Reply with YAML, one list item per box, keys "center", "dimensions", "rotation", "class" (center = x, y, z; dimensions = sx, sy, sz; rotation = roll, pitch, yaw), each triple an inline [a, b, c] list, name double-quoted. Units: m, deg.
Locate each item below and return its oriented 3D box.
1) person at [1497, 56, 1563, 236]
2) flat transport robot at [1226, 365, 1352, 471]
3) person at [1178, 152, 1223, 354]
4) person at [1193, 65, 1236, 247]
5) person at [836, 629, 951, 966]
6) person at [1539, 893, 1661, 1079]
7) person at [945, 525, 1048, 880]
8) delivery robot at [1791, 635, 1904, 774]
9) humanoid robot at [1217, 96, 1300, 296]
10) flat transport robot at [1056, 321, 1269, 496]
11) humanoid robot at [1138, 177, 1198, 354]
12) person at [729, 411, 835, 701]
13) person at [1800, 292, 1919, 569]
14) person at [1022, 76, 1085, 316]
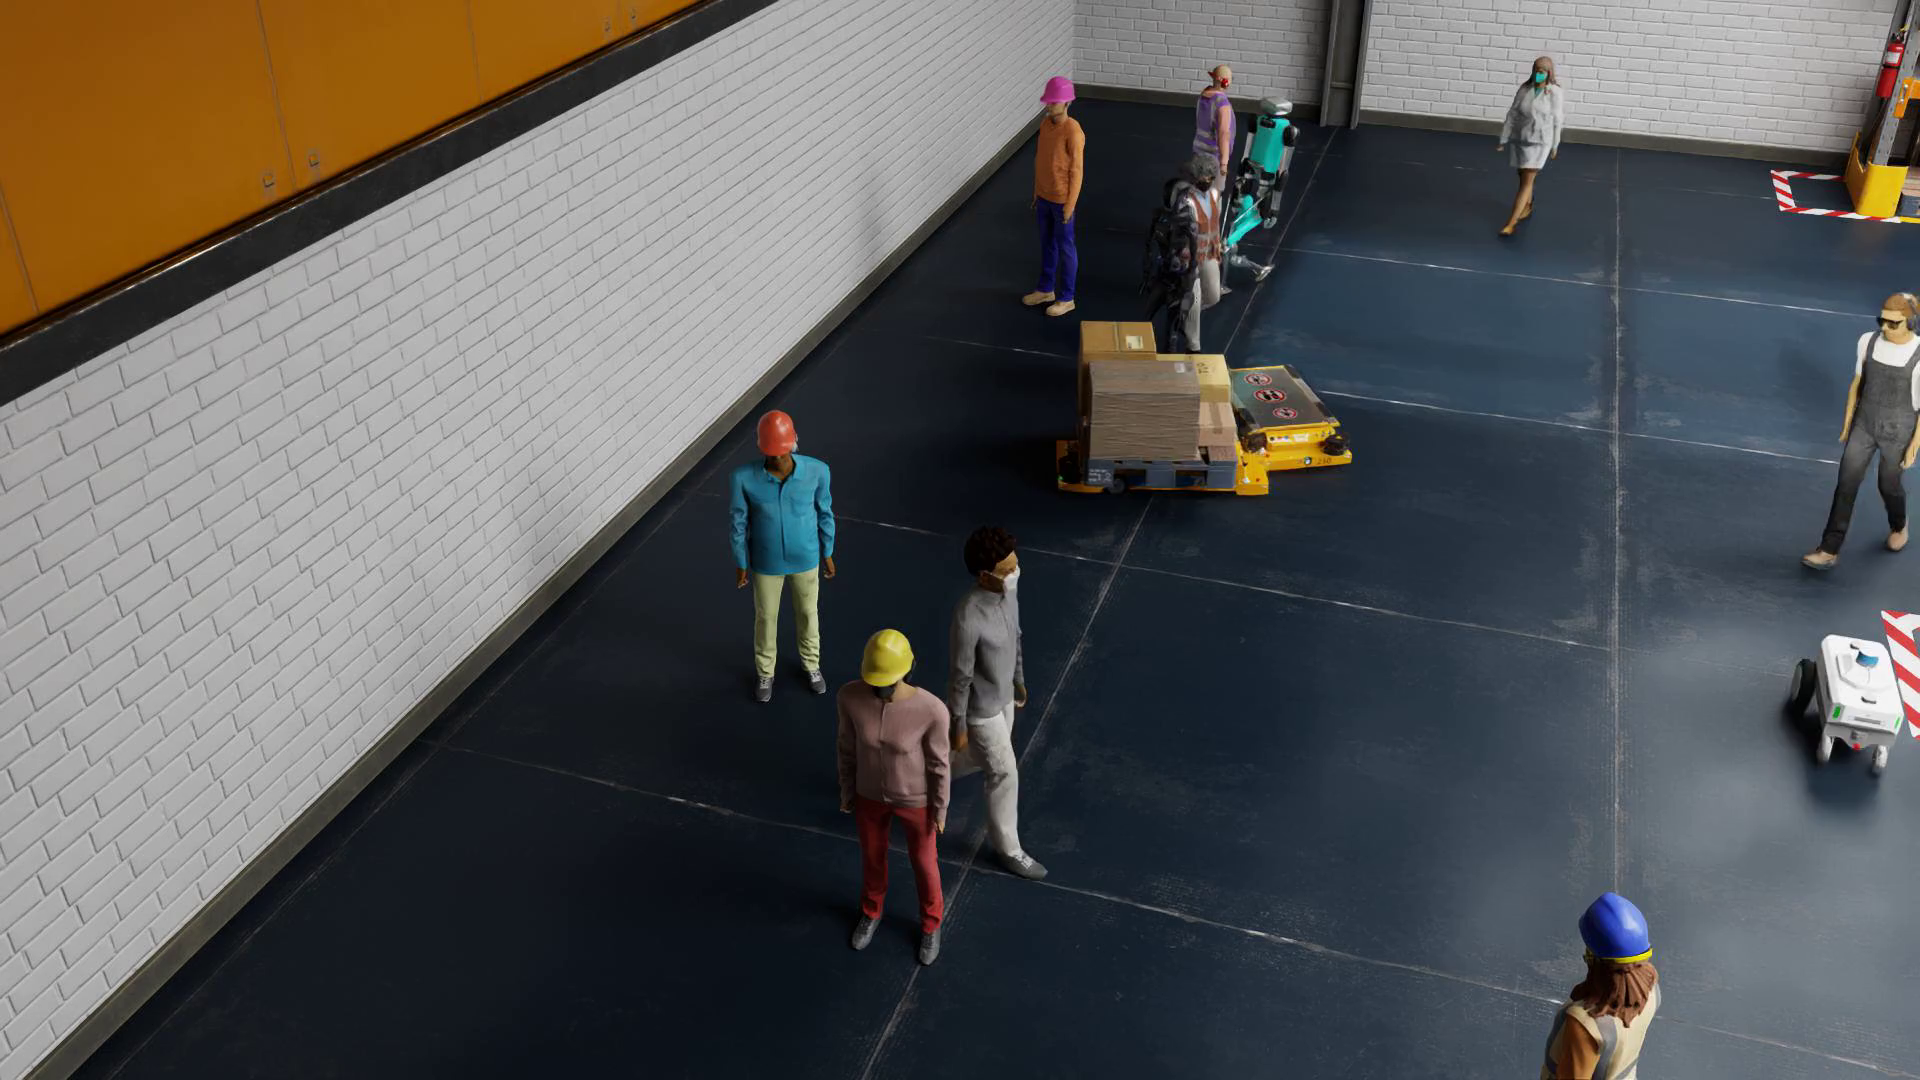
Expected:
- center: [5.350, -3.731, 15.643]
  dimensions: [0.515, 1.610, 0.891]
  rotation: [24, 38, 34]
  class: "person"
- center: [2.304, -0.929, 12.205]
  dimensions: [0.659, 0.231, 1.431]
  rotation: [-5, 31, -9]
  class: "flat transport robot"
- center: [1.847, -2.244, 13.056]
  dimensions: [0.485, 1.662, 0.498]
  rotation: [-20, 36, -30]
  class: "person"
- center: [2.292, -3.472, 15.132]
  dimensions: [0.343, 1.686, 0.474]
  rotation: [-11, 32, -18]
  class: "person"
- center: [-0.291, 1.124, 7.248]
  dimensions: [0.520, 1.759, 0.347]
  rotation: [10, 32, 16]
  class: "person"
- center: [2.160, 1.957, 5.813]
  dimensions: [0.468, 1.771, 0.323]
  rotation: [-22, 37, -32]
  class: "person"
- center: [0.070, 0.722, 7.818]
  dimensions: [0.781, 1.869, 0.532]
  rotation: [13, 33, 21]
  class: "person"
- center: [4.803, 0.838, 8.933]
  dimensions: [0.499, 0.611, 0.814]
  rotation: [10, 32, 16]
  class: "delivery robot"
- center: [2.385, -2.818, 13.963]
  dimensions: [1.015, 1.714, 0.539]
  rotation: [-20, 36, -30]
  class: "humanoid robot"
- center: [1.392, -0.551, 11.562]
  dimensions: [1.431, 0.231, 0.659]
  rotation: [1, 30, 2]
  class: "flat transport robot"
- center: [1.570, -1.923, 12.511]
  dimensions: [0.328, 1.655, 0.588]
  rotation: [-20, 36, -30]
  class: "humanoid robot"
- center: [-0.949, 0.090, 9.007]
  dimensions: [0.571, 1.748, 0.341]
  rotation: [-6, 31, -10]
  class: "person"
- center: [5.729, -0.691, 10.302]
  dimensions: [0.852, 1.815, 0.559]
  rotation: [-21, 36, -31]
  class: "person"
- center: [0.794, -2.851, 13.784]
  dimensions: [0.373, 1.986, 0.508]
  rotation: [-21, 36, -31]
  class: "person"
